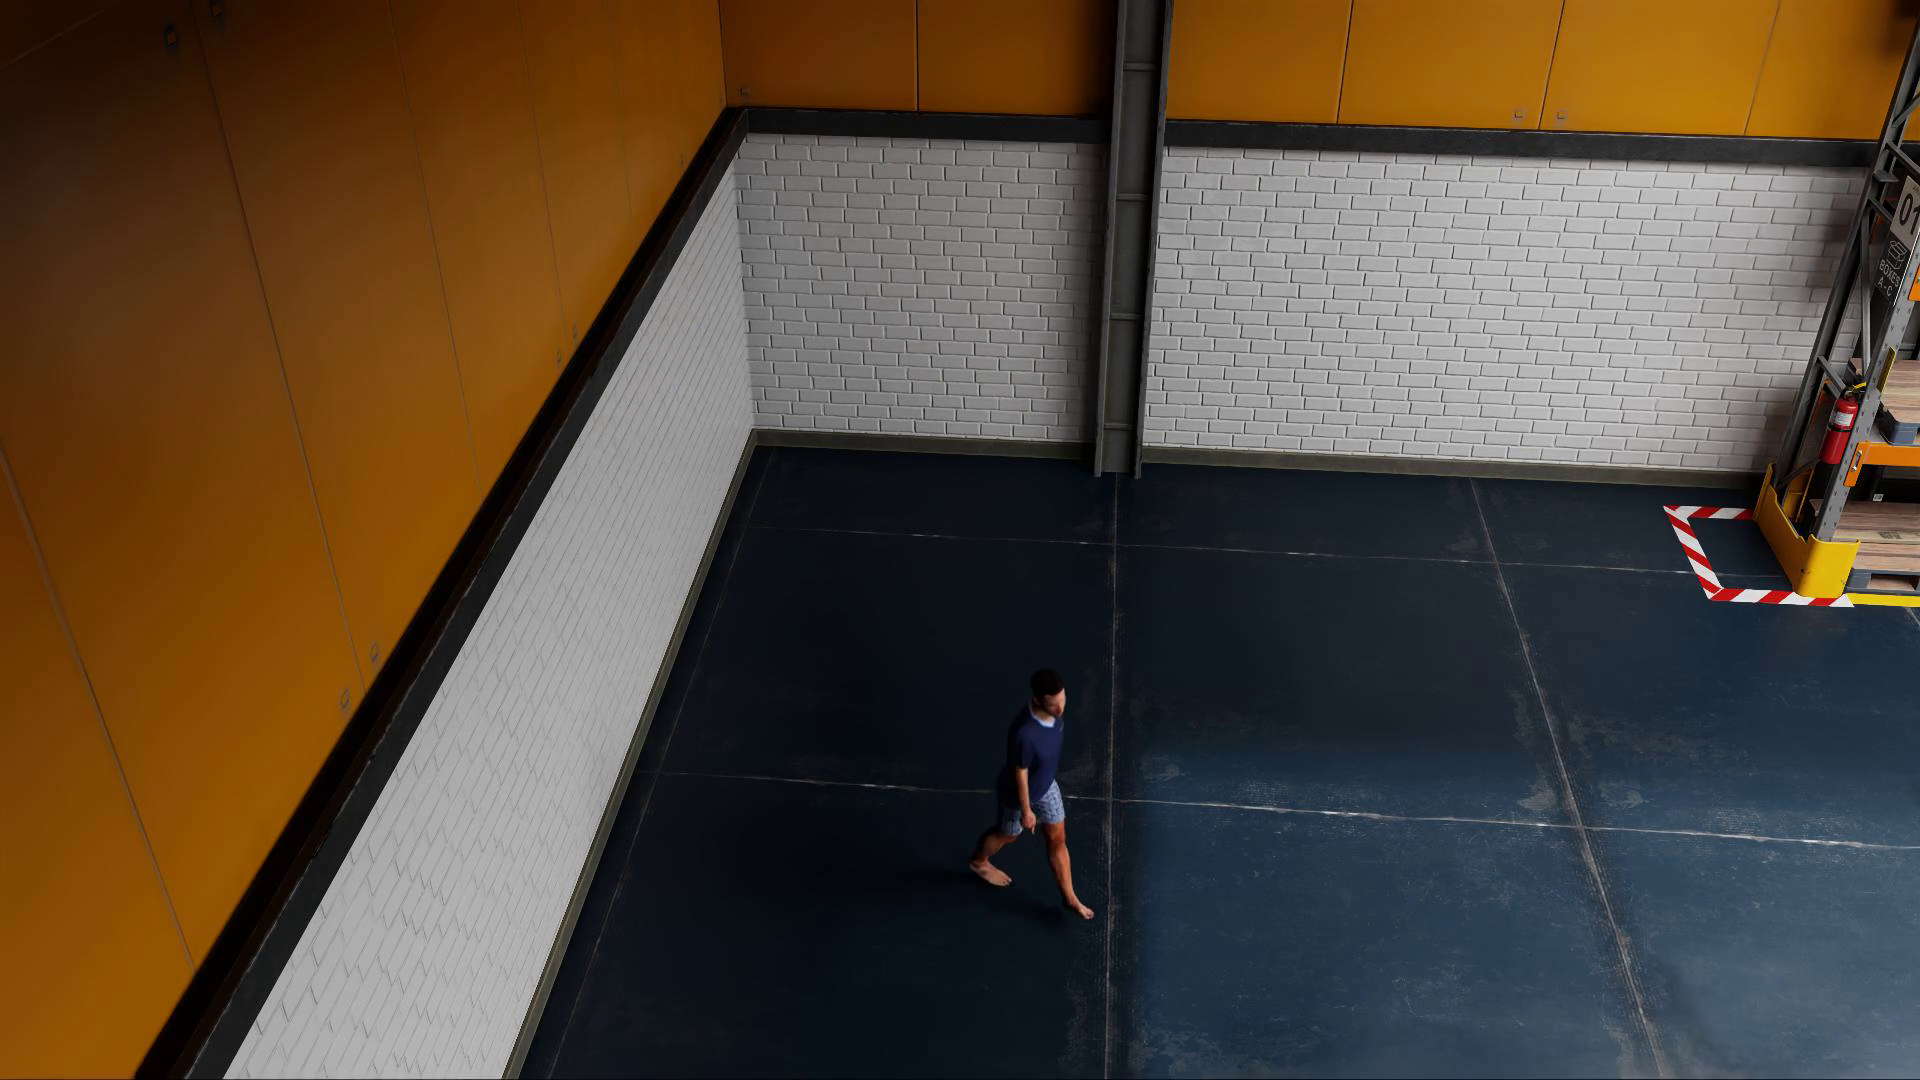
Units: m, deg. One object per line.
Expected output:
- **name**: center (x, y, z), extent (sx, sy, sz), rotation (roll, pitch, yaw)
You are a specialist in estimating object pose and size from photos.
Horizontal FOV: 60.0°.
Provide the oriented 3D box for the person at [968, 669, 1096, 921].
- **person**: center (0.322, 1.391, 9.655), extent (1.218, 1.793, 1.049), rotation (21, 39, 28)
